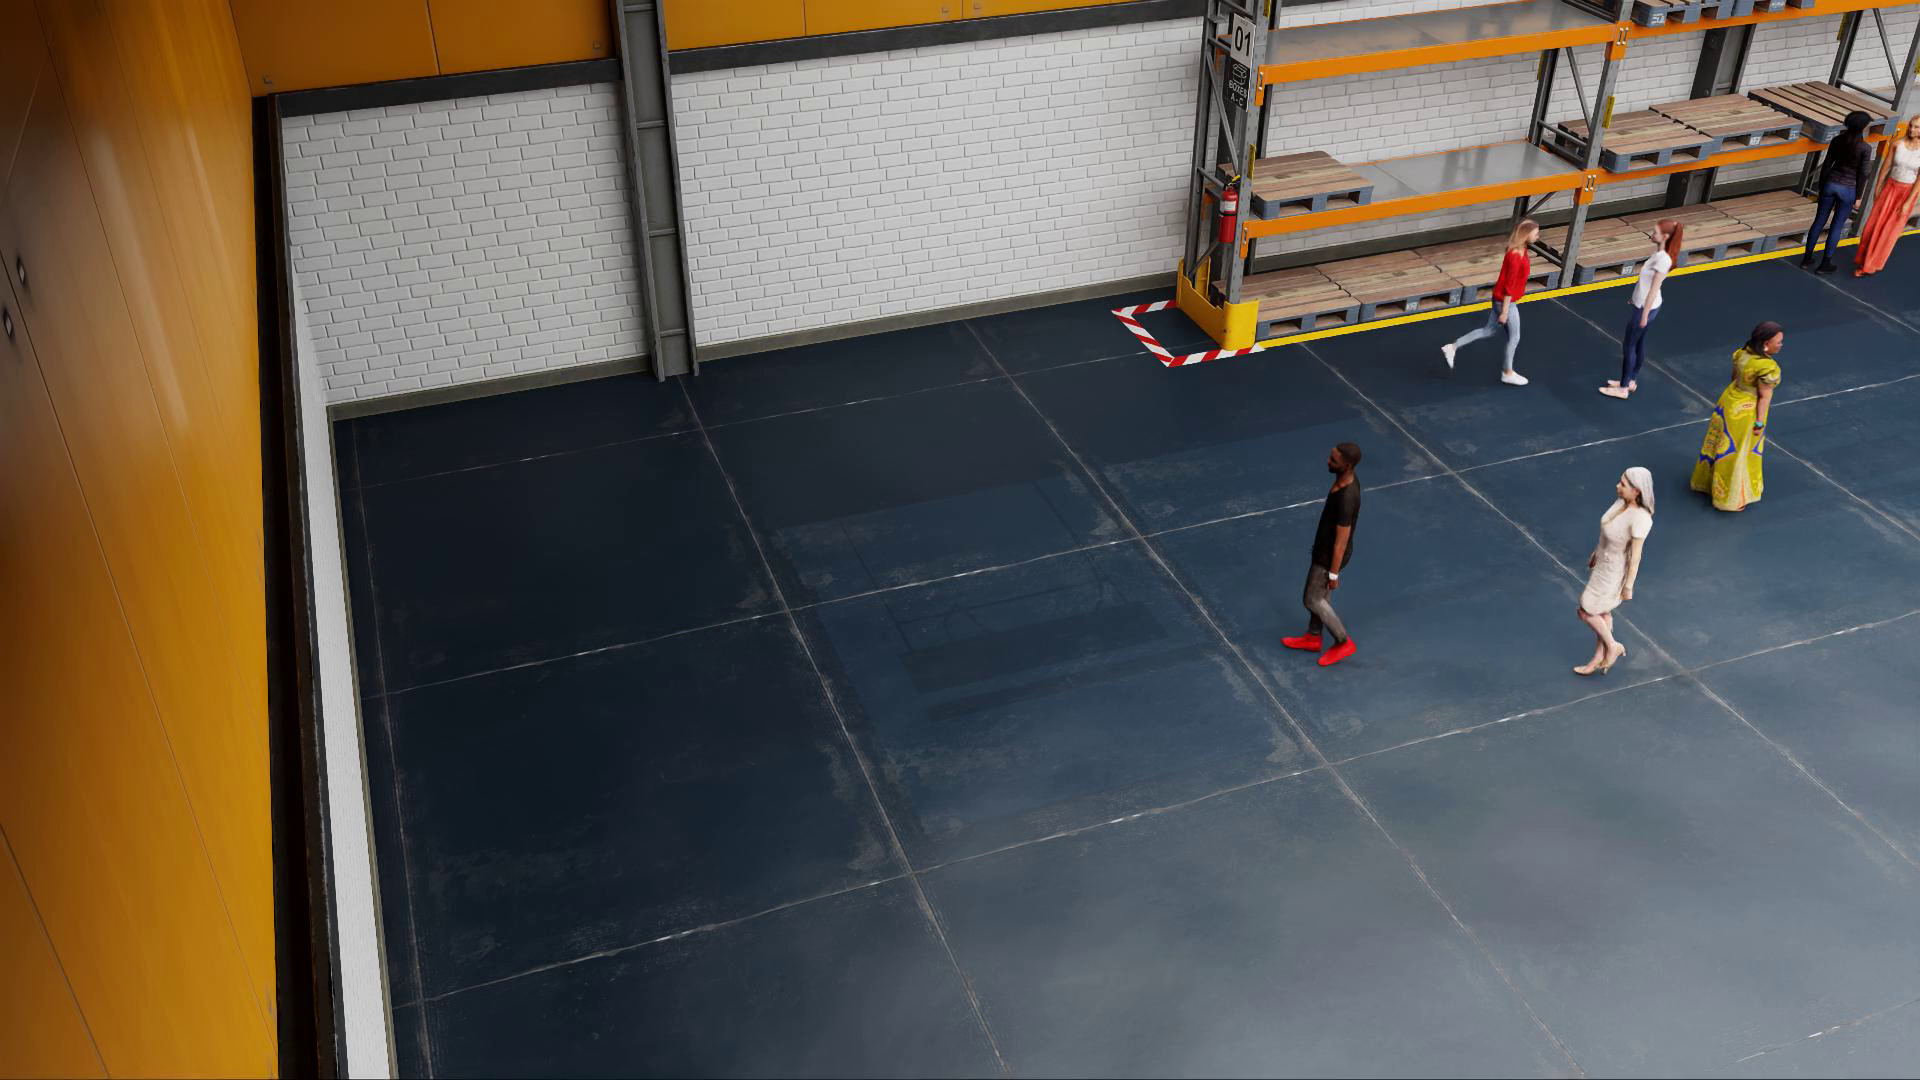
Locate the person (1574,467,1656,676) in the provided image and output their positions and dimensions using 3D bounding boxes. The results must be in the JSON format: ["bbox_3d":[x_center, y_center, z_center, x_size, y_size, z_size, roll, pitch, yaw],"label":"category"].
[{"bbox_3d":[4.690,0.249,11.720,0.795,1.724,0.736,3,34,5],"label":"person"}]

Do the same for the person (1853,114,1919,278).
[{"bbox_3d":[9.905,-3.630,17.505,0.829,1.781,0.941,27,42,34],"label":"person"}]

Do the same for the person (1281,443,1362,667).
[{"bbox_3d":[2.713,0.101,11.873,0.931,1.801,0.859,9,35,13],"label":"person"}]

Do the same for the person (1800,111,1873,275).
[{"bbox_3d":[9.305,-3.687,17.621,0.635,1.747,0.680,-22,40,-30],"label":"person"}]

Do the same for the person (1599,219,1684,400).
[{"bbox_3d":[6.366,-2.125,15.282,0.785,1.735,0.717,18,38,25],"label":"person"}]

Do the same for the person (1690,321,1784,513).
[{"bbox_3d":[6.455,-1.039,13.718,0.876,1.658,0.929,-4,34,-6],"label":"person"}]

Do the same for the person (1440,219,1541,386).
[{"bbox_3d":[4.986,-2.204,15.462,1.163,1.668,1.013,8,34,11],"label":"person"}]
